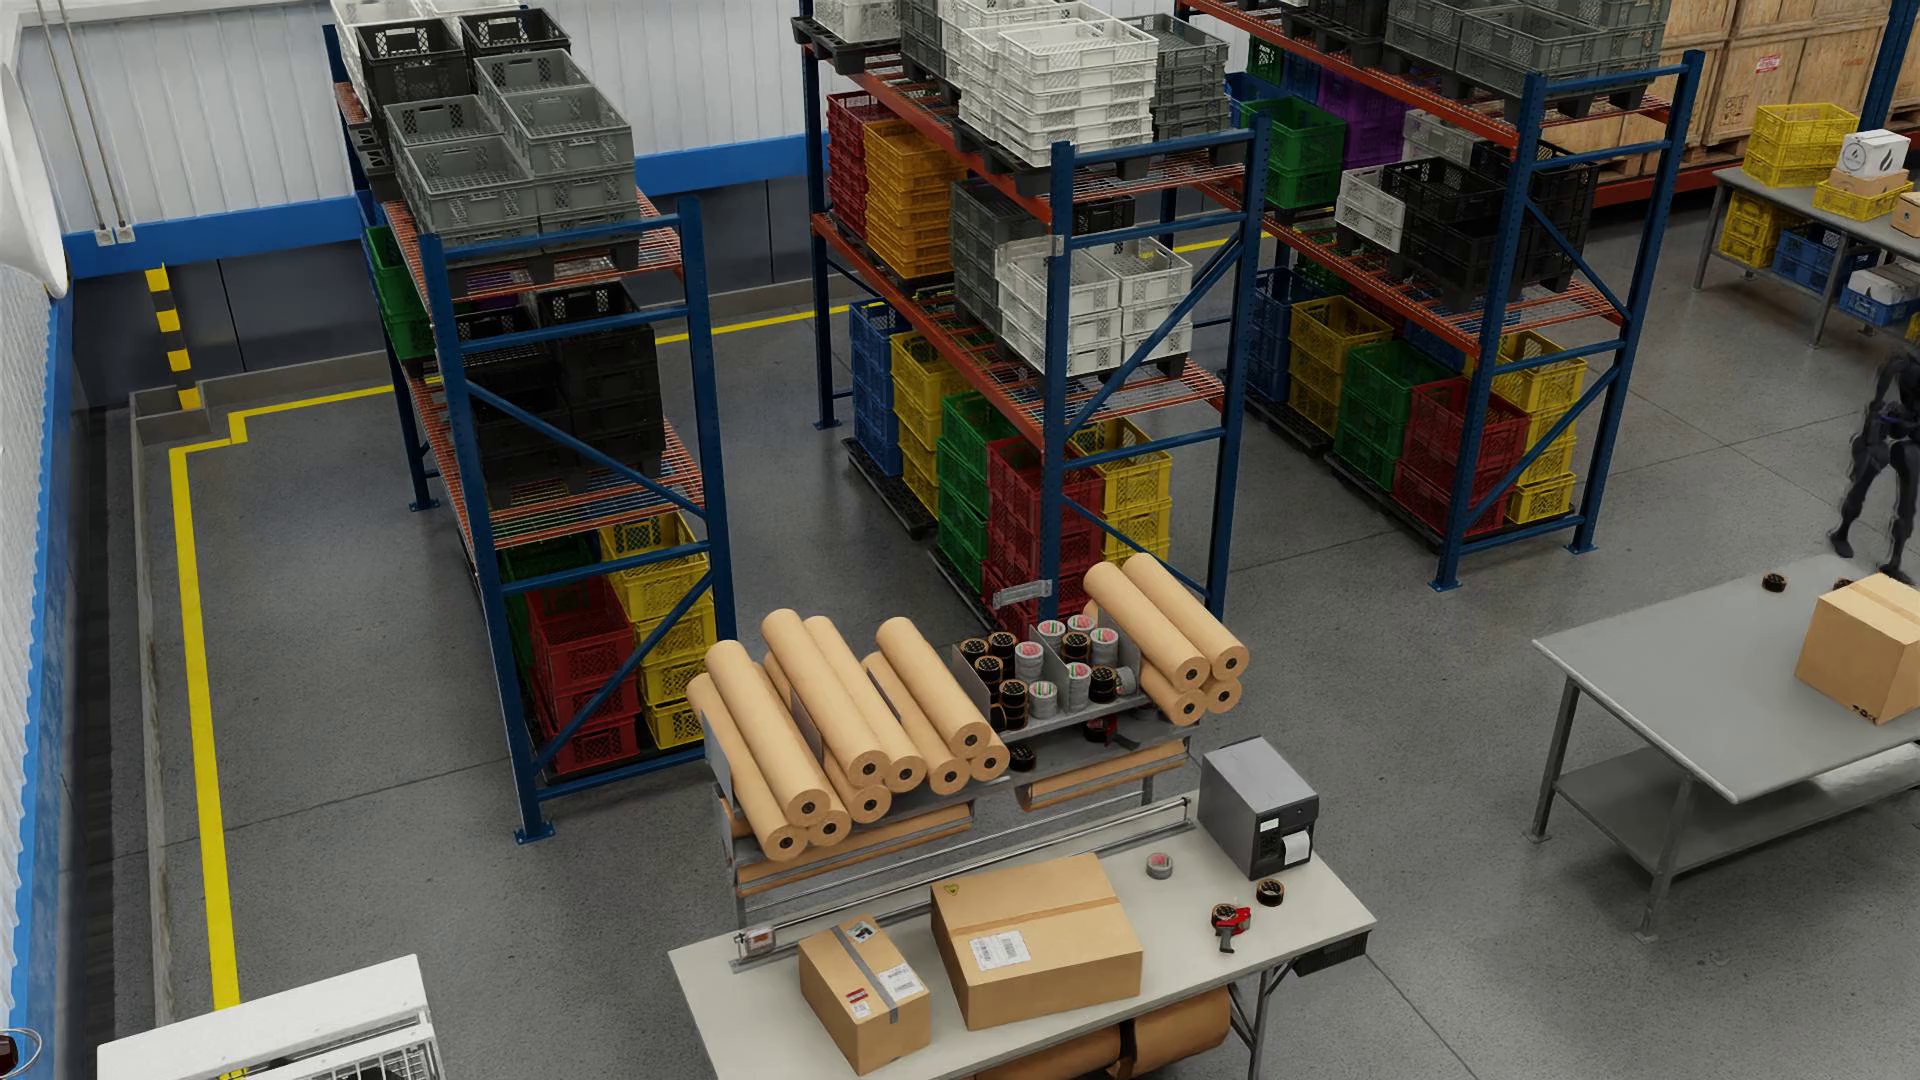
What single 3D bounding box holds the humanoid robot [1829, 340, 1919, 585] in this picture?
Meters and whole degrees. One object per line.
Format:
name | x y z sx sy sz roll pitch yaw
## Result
humanoid robot | 5.377 -0.542 9.523 0.608 1.631 0.695 0 32 1
